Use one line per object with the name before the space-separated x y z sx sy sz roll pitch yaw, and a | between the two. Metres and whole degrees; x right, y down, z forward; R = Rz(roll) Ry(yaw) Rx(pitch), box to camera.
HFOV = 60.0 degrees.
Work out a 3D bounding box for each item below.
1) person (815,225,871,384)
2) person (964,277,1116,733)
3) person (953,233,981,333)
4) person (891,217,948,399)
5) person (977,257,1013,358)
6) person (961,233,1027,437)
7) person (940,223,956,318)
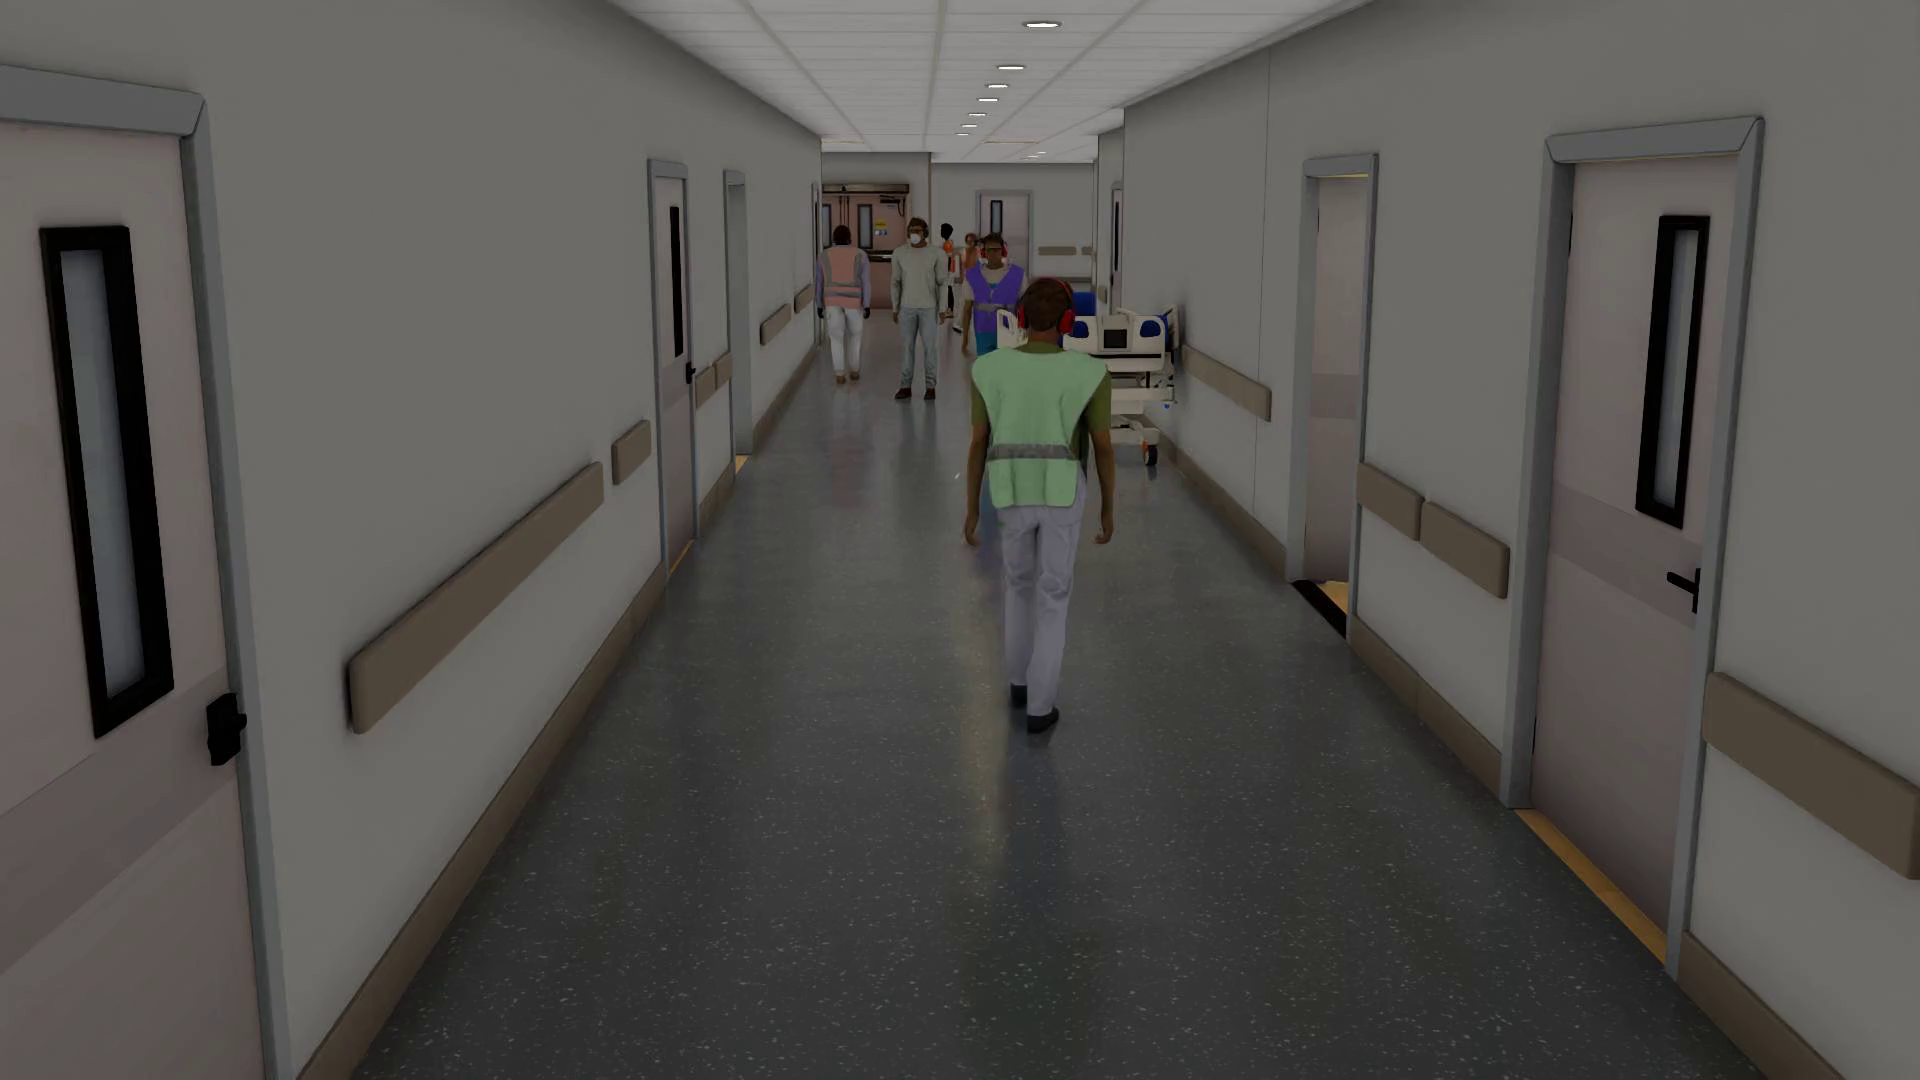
person | -1.369 -2.762 19.489 0.654 1.819 0.756 -1 12 -3
person | 0.350 -0.163 6.840 0.594 1.813 0.752 3 12 13
person | 0.196 -4.102 26.602 0.521 1.584 0.886 5 13 24
person | -0.435 -2.470 17.784 0.629 1.939 0.372 3 12 13
person | 0.457 -3.202 22.113 0.532 1.631 0.328 -4 12 -17
person | 0.318 -1.829 14.927 0.593 1.825 0.443 3 12 14
person | -0.237 -4.853 29.986 0.315 1.696 0.541 0 12 -2
